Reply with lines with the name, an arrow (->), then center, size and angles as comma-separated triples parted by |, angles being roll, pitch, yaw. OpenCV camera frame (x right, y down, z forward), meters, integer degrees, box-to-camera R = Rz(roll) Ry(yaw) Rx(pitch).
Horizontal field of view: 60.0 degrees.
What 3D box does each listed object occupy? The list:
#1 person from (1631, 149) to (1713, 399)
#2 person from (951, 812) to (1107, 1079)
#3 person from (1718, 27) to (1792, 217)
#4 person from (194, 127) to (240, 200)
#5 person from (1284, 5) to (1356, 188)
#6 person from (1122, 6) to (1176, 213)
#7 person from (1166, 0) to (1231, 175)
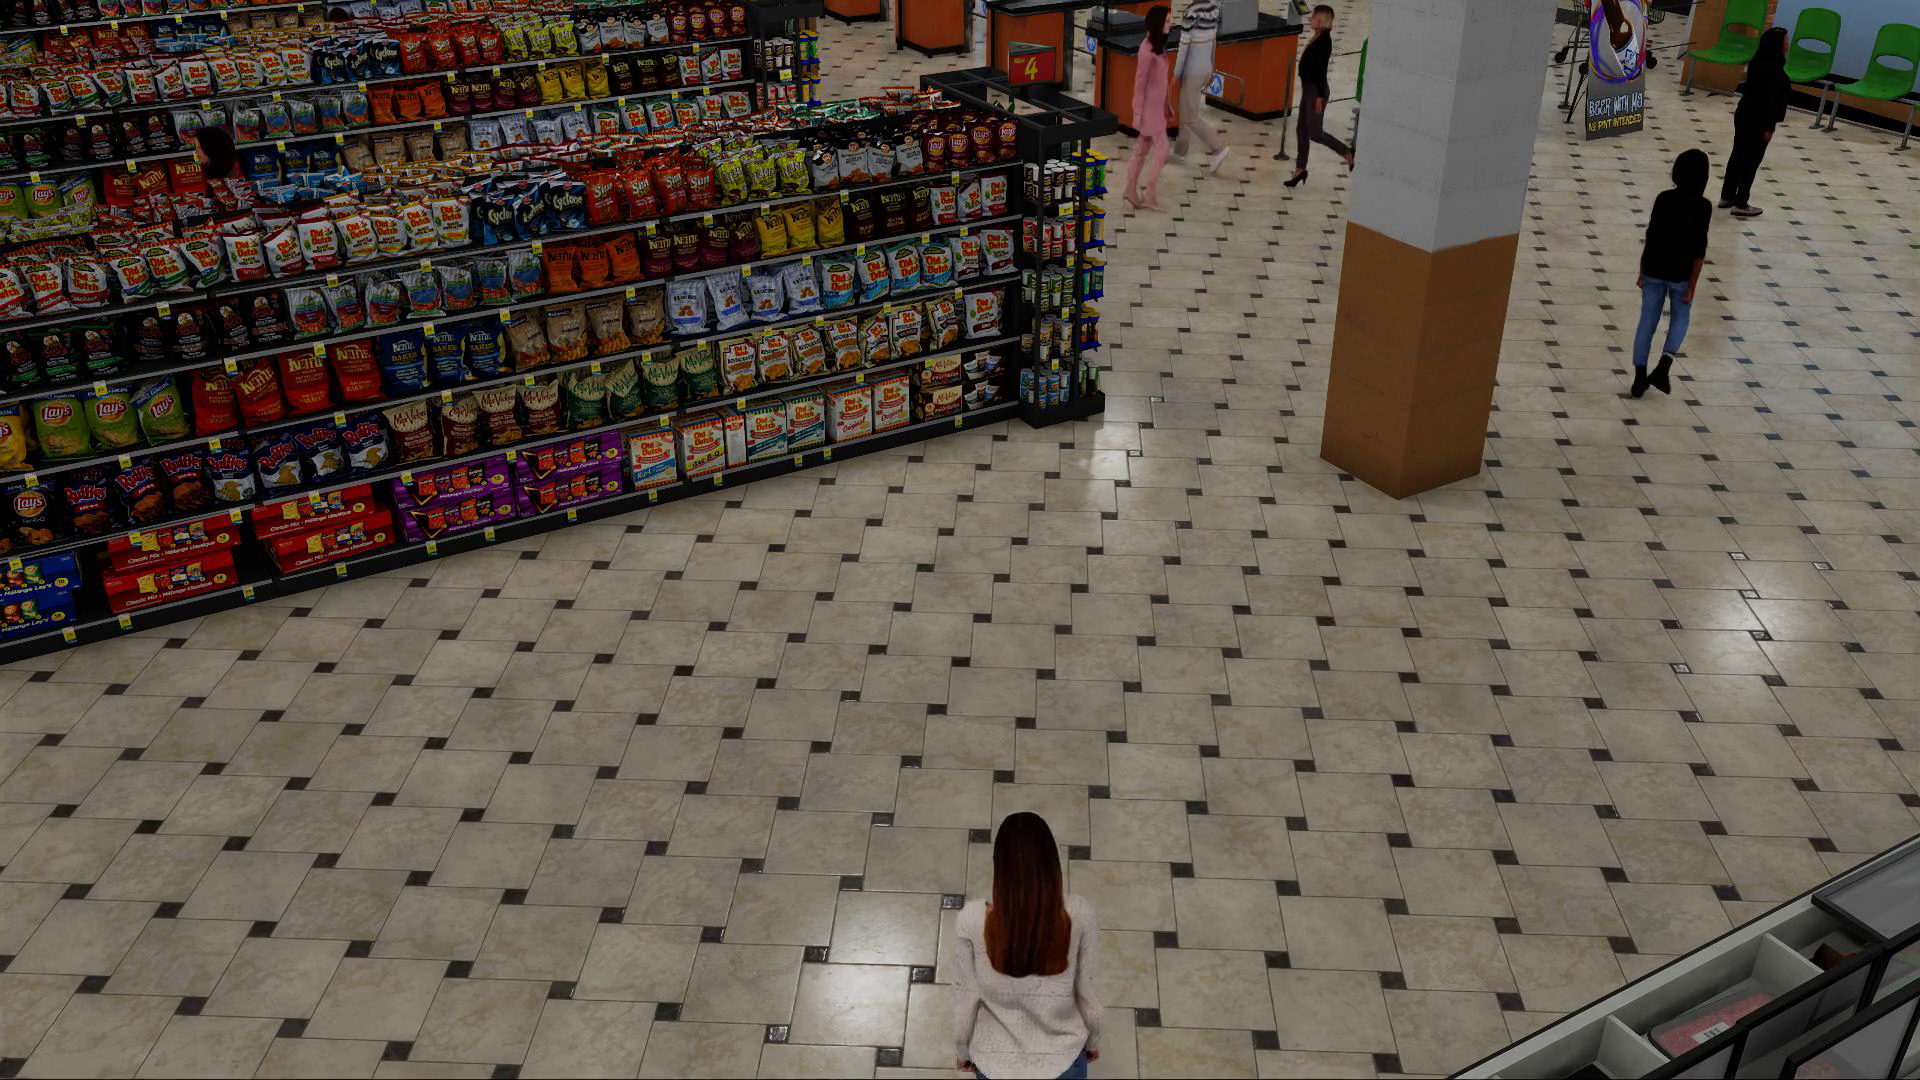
person -> 4.646, -1.710, 10.979 | 0.683, 1.683, 0.745 | 17, 33, 28
person -> 0.213, 1.580, 4.962 | 0.909, 1.675, 0.925 | 1, 29, 3
person -> 7.025, -3.698, 14.690 | 0.772, 1.616, 0.754 | -2, 29, -3
person -> -4.815, -1.948, 11.341 | 0.908, 1.754, 0.625 | -15, 32, -25
person -> 3.355, -4.043, 15.284 | 1.006, 1.651, 0.882 | 2, 29, 3
person -> 1.590, -3.799, 14.698 | 0.835, 1.785, 0.773 | 9, 30, 16
person -> 2.300, -4.440, 15.806 | 1.035, 1.849, 1.133 | 19, 34, 30
